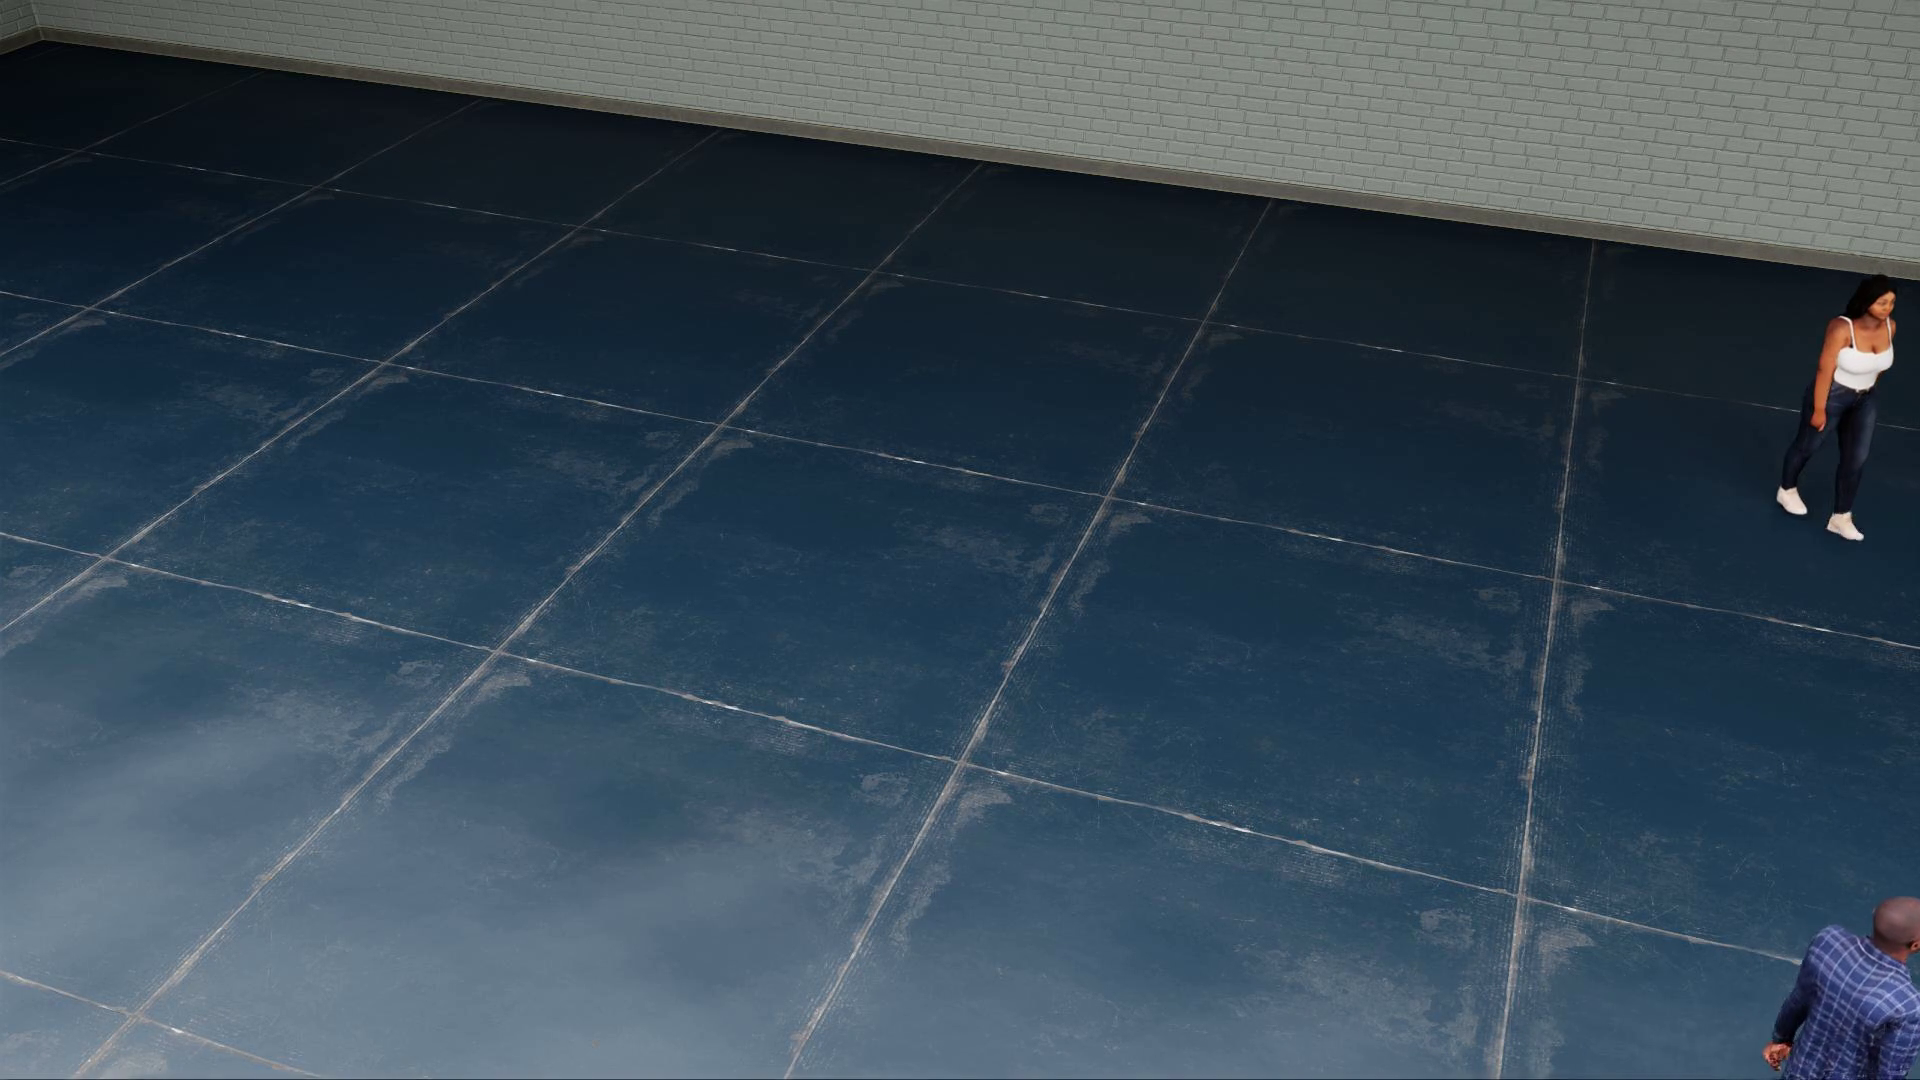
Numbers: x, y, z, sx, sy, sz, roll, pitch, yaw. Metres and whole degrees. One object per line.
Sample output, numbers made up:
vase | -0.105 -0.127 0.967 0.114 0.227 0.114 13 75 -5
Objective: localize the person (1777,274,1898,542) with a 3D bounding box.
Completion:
person | 5.726 -0.947 10.951 0.923 1.787 1.072 -4 33 -6

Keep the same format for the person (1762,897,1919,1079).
person | 3.263 2.055 6.320 1.097 1.803 1.054 -12 35 -18
